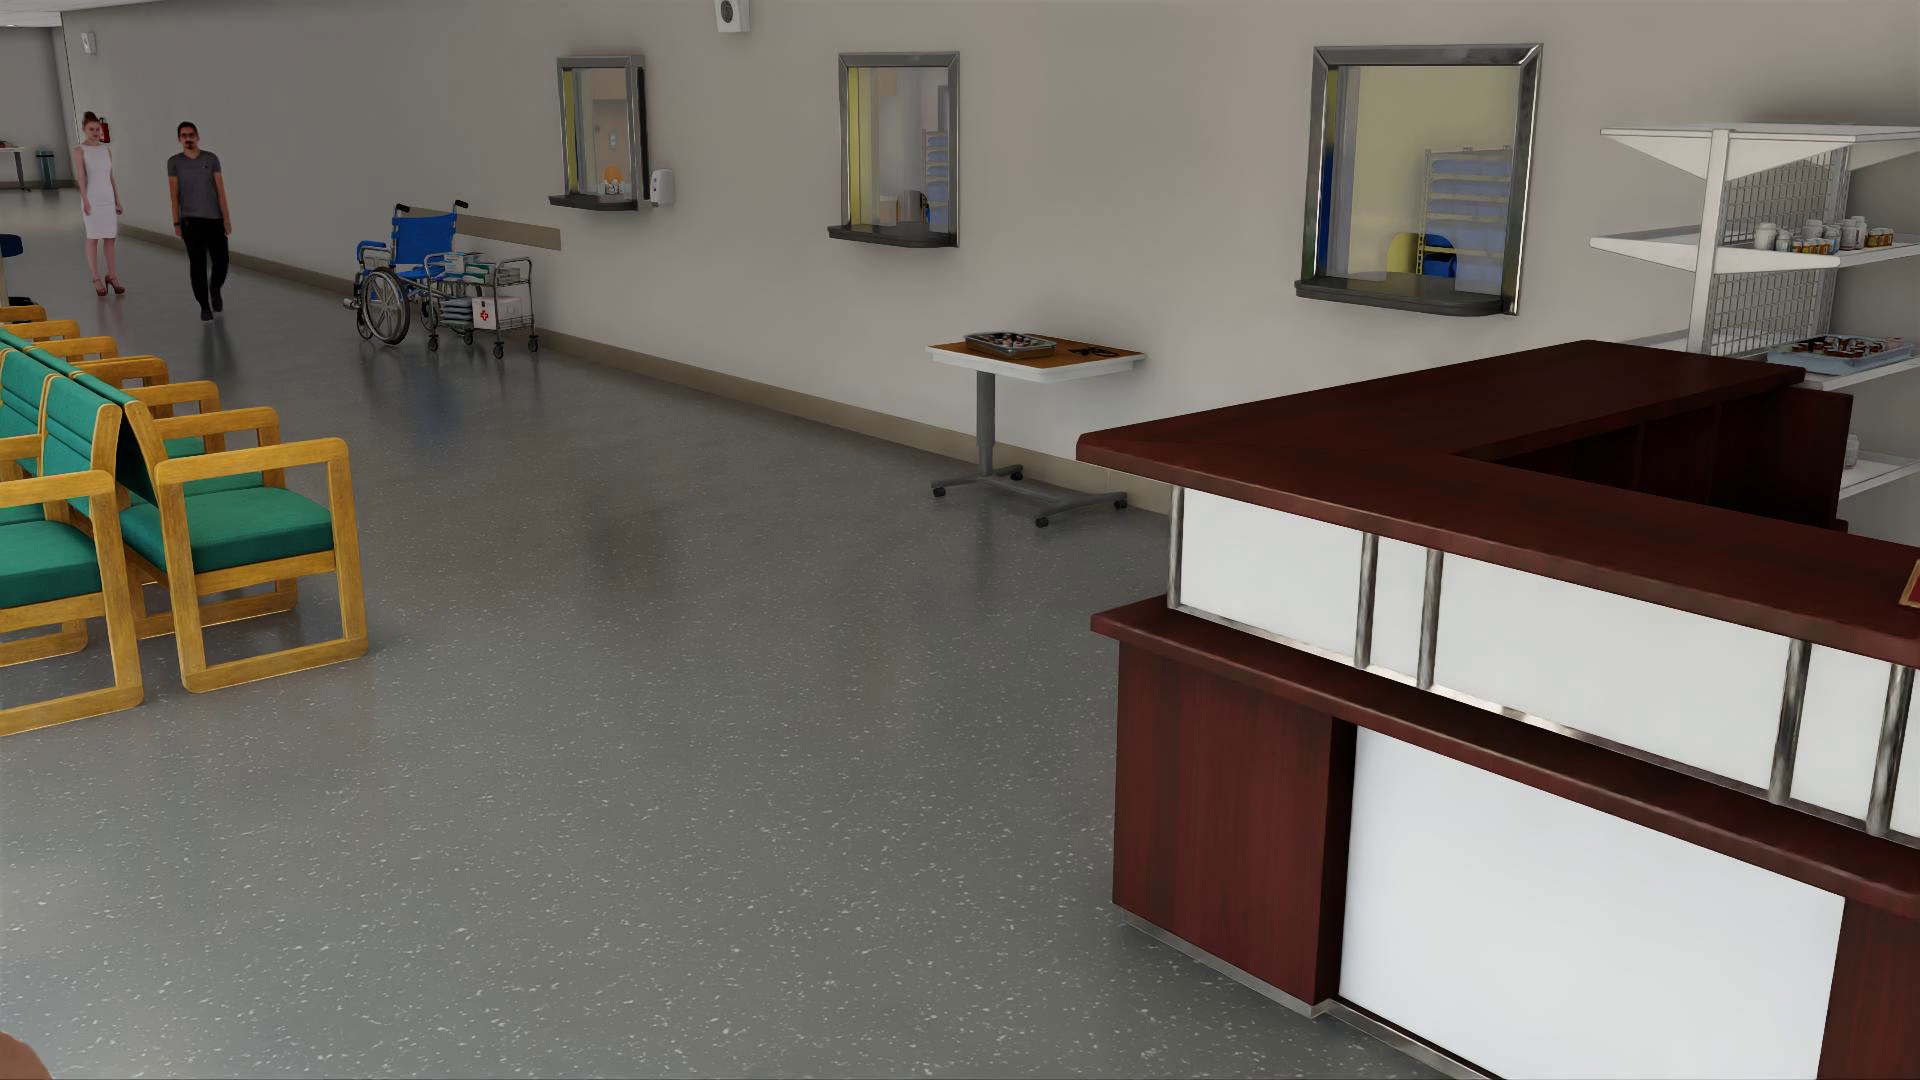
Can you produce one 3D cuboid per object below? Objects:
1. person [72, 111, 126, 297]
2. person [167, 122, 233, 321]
[{"bbox_3d":[-8.601,-3.353,16.600,0.694,1.800,0.549,8,17,25],"label":"person"},{"bbox_3d":[-6.857,-2.881,15.057,1.003,1.730,0.758,-10,18,-31],"label":"person"}]
